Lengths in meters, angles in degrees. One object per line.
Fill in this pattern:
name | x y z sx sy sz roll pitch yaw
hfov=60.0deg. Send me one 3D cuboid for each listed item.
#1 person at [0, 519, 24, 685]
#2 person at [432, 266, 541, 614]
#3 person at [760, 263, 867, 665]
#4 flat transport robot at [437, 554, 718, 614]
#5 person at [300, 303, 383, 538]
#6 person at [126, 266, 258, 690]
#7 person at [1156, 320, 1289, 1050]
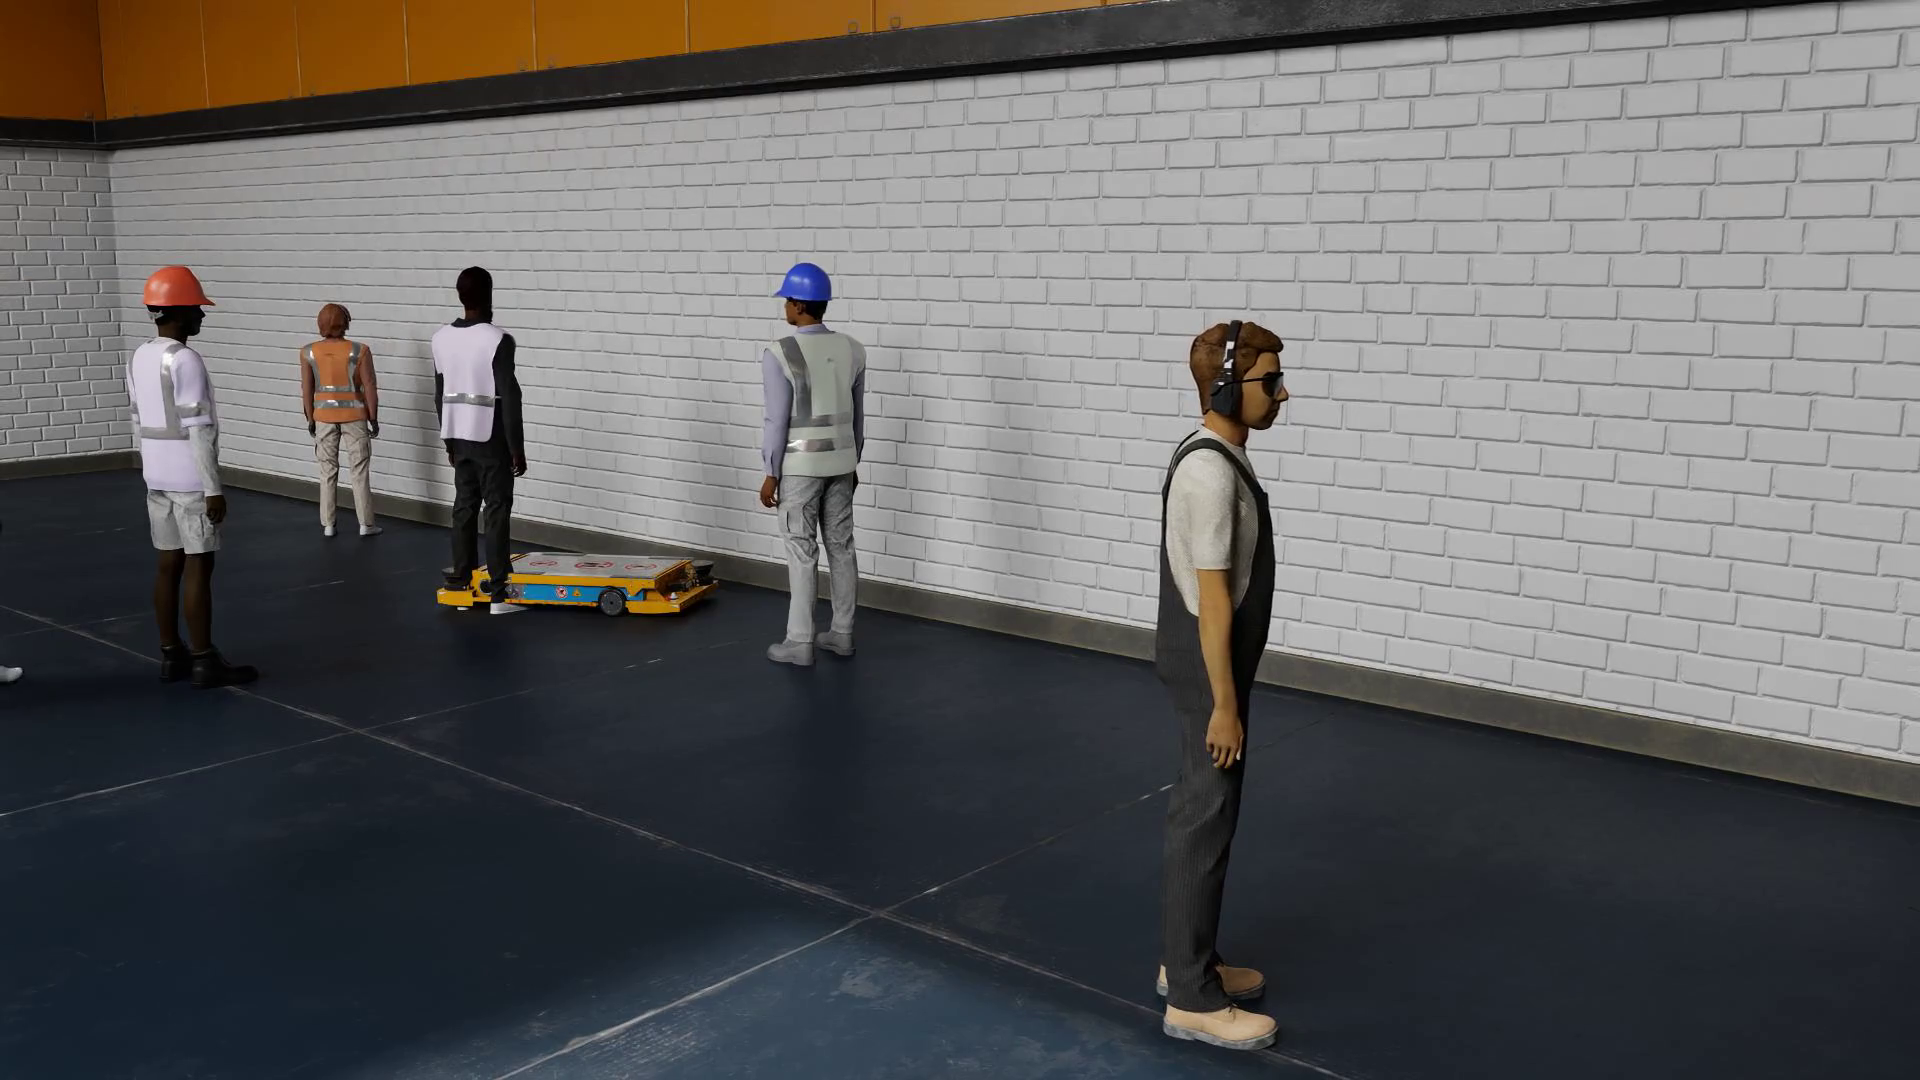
person | -4.588 -0.167 7.255 0.649 1.858 0.911 3 11 19
person | -2.655 -0.544 9.222 0.591 1.922 0.392 5 11 29
person | -0.716 -0.365 8.115 0.605 1.951 0.380 -10 14 -44
flat transport robot | -2.166 0.234 9.484 1.431 0.197 0.652 2 10 11
person | -4.319 -0.827 11.620 0.514 1.644 0.307 -1 10 -5
person | -3.561 -0.281 7.669 0.542 1.939 0.361 7 12 36
person | 0.667 0.362 4.275 0.330 1.844 0.520 1 10 6
